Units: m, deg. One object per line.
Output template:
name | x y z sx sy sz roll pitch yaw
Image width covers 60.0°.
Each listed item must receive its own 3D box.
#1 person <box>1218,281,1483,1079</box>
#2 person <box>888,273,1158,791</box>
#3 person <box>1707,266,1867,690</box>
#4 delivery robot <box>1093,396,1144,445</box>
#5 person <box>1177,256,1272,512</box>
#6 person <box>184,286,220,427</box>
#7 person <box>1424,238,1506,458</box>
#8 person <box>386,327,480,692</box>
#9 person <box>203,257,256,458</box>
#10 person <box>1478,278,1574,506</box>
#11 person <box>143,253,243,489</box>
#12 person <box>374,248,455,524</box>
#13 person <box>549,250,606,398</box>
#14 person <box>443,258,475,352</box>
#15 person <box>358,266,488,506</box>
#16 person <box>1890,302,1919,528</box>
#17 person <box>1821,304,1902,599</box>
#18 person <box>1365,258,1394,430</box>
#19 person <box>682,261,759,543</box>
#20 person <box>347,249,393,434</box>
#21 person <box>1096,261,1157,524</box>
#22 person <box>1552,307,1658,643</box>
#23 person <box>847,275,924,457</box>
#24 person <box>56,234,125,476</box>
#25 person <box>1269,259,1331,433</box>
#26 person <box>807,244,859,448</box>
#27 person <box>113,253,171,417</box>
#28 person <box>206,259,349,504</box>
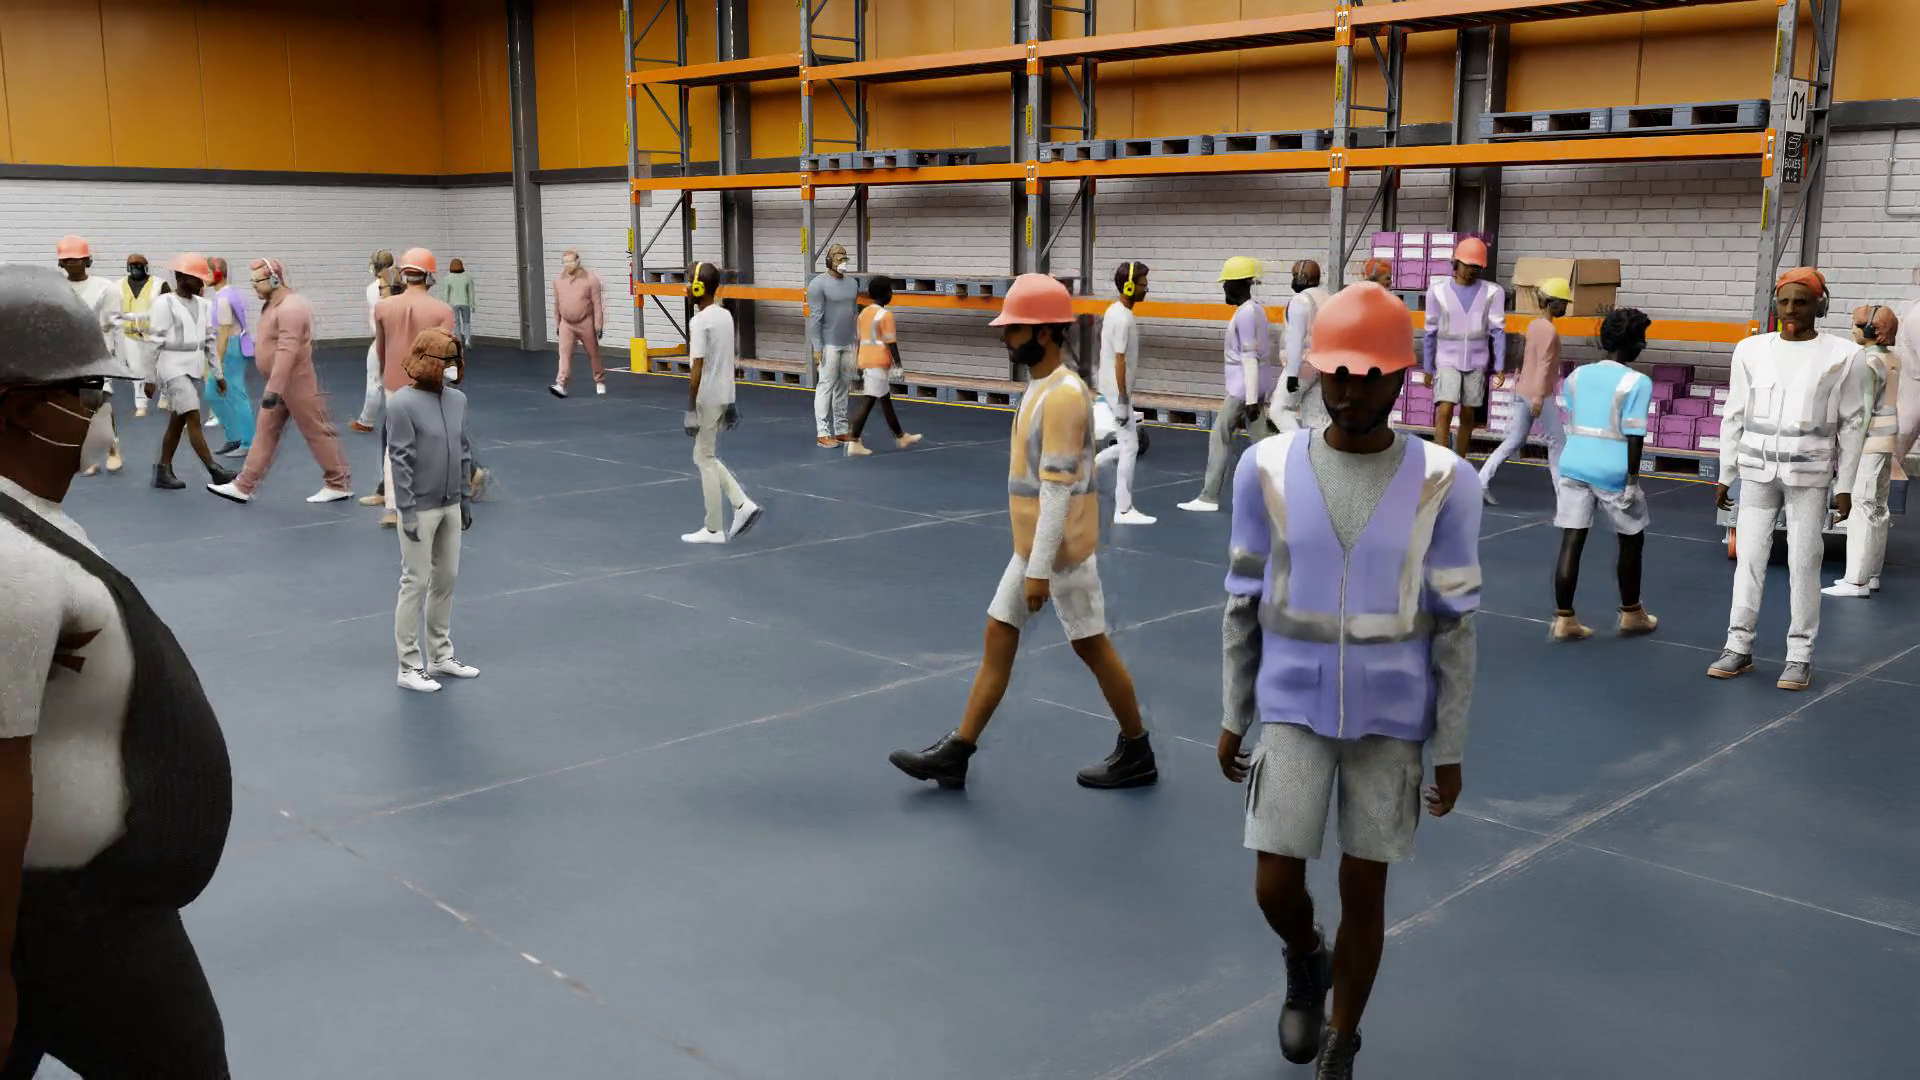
person | 0.864 0.387 3.746 0.568 1.924 0.453 3 11 16
person | 0.275 0.002 5.951 1.017 1.883 0.563 -2 11 -10
person | 3.698 -0.272 7.460 0.587 1.880 0.341 10 14 42
delivery robot | 1.306 -1.075 15.204 0.707 0.478 0.477 6 12 27
person | 2.134 -1.115 12.070 0.960 1.886 0.583 3 11 18
person | -8.049 -1.971 17.455 0.521 1.606 0.696 1 10 6
person | 3.990 -1.372 13.157 0.610 1.990 0.919 2 11 8
person | -2.354 -0.137 7.446 0.309 1.624 0.497 4 11 22
person | -6.678 -1.644 15.084 0.550 1.823 0.588 -5 11 -24
person | 4.246 -1.085 12.331 0.895 1.717 0.538 0 10 3
person | -6.061 -1.319 13.160 0.962 1.880 0.579 3 11 14
person | -3.870 -1.096 11.837 0.606 1.941 1.058 0 10 -1
person | -4.815 -2.711 20.920 0.668 1.828 1.112 1 10 7
person | -8.634 -4.033 28.654 0.520 1.620 0.341 -5 12 -26
person | -4.048 -1.144 12.453 0.901 1.808 0.513 -3 11 -15
person | 6.611 -0.961 11.315 0.628 1.850 0.977 -9 14 -40
person | 5.071 -0.491 9.313 0.312 1.642 0.512 10 14 44
person | 3.376 -1.441 13.958 0.969 1.849 0.597 6 12 30
person | -1.621 -0.882 10.850 0.438 1.856 0.550 3 11 15
person | -5.751 -1.984 16.823 1.041 1.890 0.634 5 11 25
person | 1.060 -1.014 11.600 0.583 1.848 0.538 0 10 -2
person | 3.274 -0.323 8.314 0.751 1.658 0.530 -7 12 -32
person | -0.704 -1.604 15.349 0.875 1.643 0.548 -5 12 -27
person | -7.354 -1.530 13.943 0.630 2.028 0.455 -1 10 -6
person | 2.849 -1.397 13.759 0.449 1.823 0.654 9 14 40
person | -1.184 -1.856 15.940 0.357 1.938 0.637 8 13 38
person | -9.175 -2.310 18.726 0.642 1.834 0.567 -2 11 -9
person | -5.106 -1.159 12.393 1.017 1.841 0.666 -8 13 -36
